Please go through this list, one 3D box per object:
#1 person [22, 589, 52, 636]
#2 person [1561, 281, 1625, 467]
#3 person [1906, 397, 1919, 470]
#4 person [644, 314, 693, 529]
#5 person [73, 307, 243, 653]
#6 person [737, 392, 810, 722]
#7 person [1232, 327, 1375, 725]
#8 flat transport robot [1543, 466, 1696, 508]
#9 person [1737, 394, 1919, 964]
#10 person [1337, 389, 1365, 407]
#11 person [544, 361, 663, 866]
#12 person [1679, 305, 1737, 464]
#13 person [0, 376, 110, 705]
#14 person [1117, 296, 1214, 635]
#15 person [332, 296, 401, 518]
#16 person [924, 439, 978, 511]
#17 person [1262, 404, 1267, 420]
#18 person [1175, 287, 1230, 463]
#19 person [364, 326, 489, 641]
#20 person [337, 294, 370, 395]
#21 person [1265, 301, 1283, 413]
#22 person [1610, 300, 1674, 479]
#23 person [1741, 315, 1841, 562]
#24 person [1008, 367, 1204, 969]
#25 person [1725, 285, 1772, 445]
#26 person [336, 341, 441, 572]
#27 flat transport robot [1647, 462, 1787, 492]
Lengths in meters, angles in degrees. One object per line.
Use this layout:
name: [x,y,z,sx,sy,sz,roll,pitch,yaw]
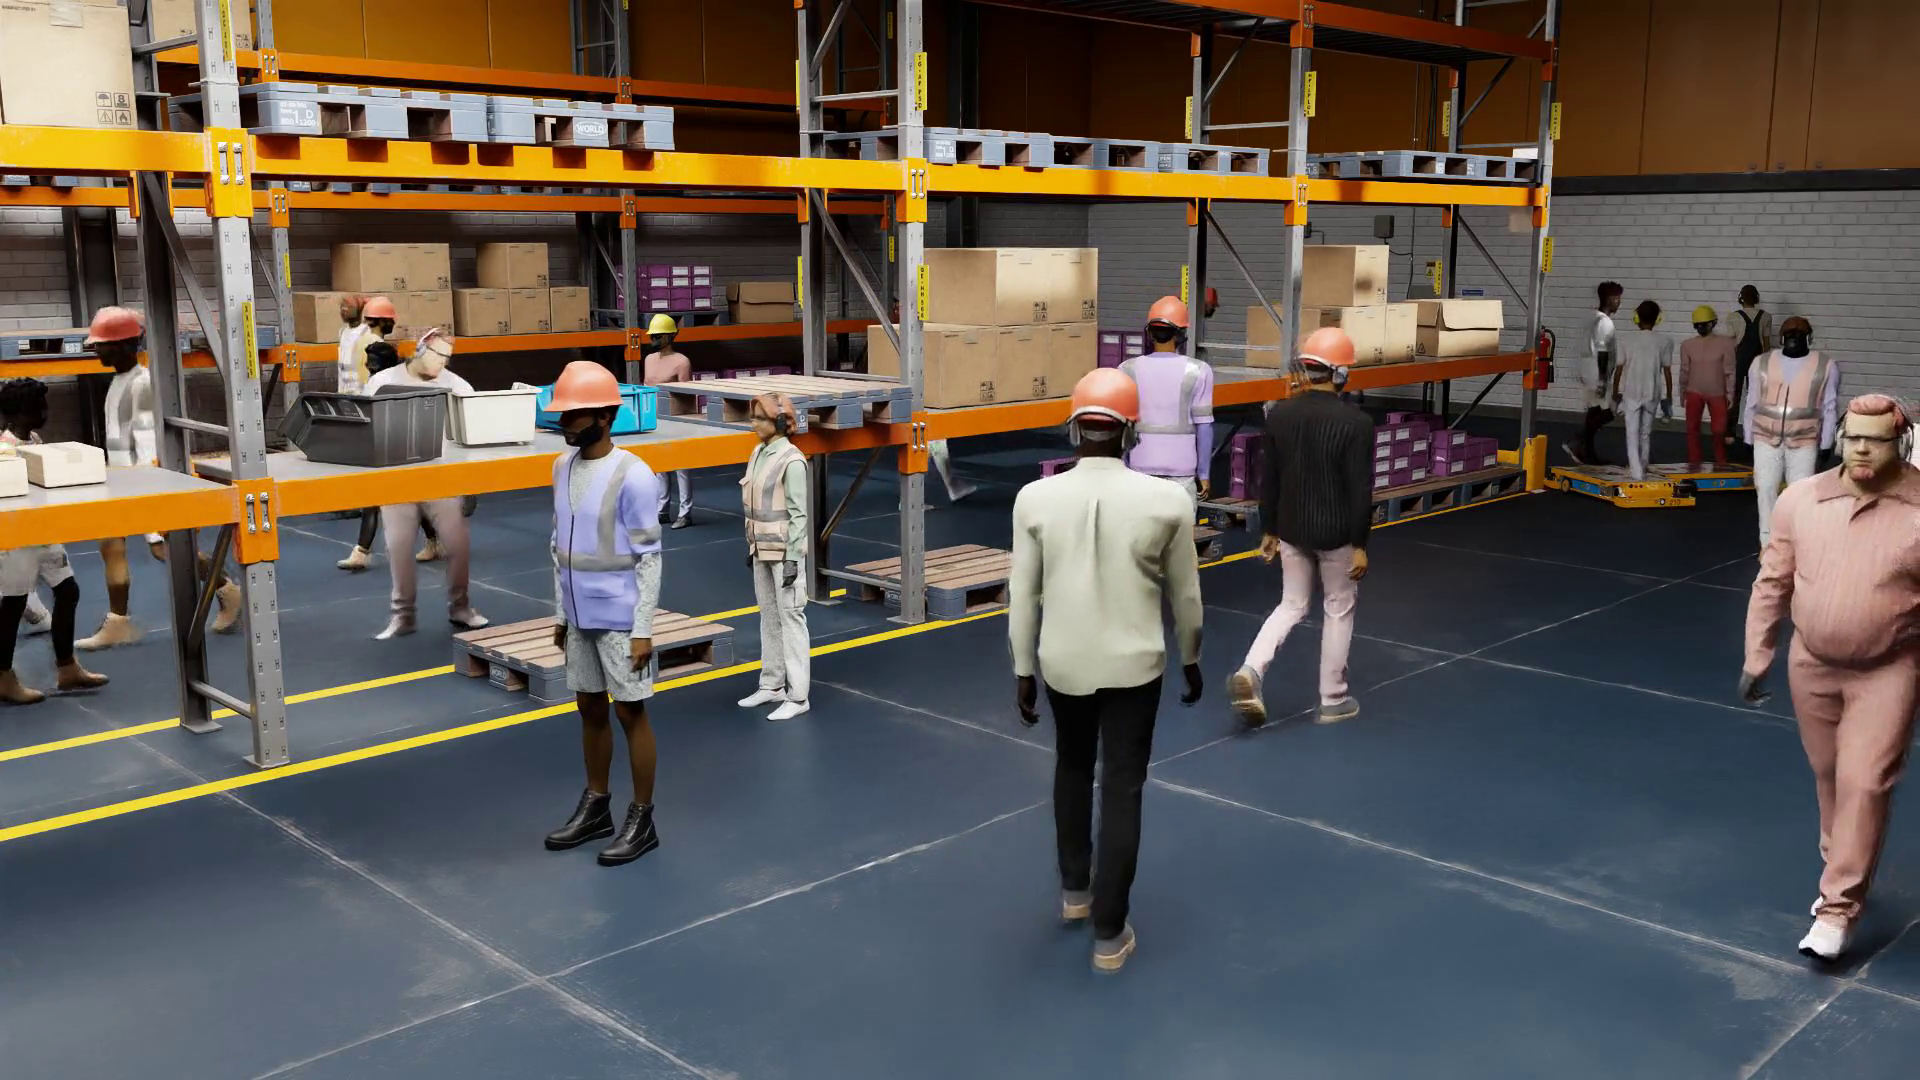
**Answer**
person: [-5.742,-0.197,9.896,0.791,1.606,0.533,-8,13,-38]
person: [6.560,-1.698,17.175,0.492,1.944,0.607,1,10,4]
person: [5.303,-0.068,9.109,0.522,1.638,0.311,10,14,43]
person: [-2.409,-0.969,13.679,0.524,1.769,0.326,8,13,36]
person: [-4.722,-0.365,9.748,0.946,2.007,0.610,-9,14,-40]
person: [-0.918,0.076,8.325,0.307,1.641,0.513,-7,12,-33]
person: [1.687,-0.039,8.050,0.783,1.973,0.621,-10,14,-43]
flat transport robot: [6.009,-0.503,15.218,0.652,0.197,1.431,-2,11,-11]
person: [2.954,0.455,5.600,0.915,1.869,0.669,-9,14,-40]
person: [3.660,-1.519,16.429,0.995,1.861,0.660,-8,13,-36]
person: [-1.382,0.282,6.383,0.547,1.939,0.376,8,13,38]
person: [7.350,-1.444,16.342,0.541,1.735,0.623,8,13,38]
person: [-4.746,0.004,8.556,0.594,1.679,0.560,-1,10,-8]
person: [1.229,-0.444,10.057,0.609,2.044,0.394,4,11,19]
person: [-4.992,-1.126,14.192,0.971,1.899,0.557,-9,14,-39]
person: [-0.142,-1.197,14.601,0.956,1.879,0.591,-7,12,-33]
person: [4.022,-2.180,20.733,0.504,1.609,0.713,-7,13,-34]
person: [2.444,-1.733,17.596,1.028,1.851,0.552,4,11,22]
person: [-3.217,-0.335,9.958,0.724,1.879,0.453,-2,11,-10]
person: [-5.756,-1.455,16.105,0.874,1.858,0.579,-10,14,-43]
person: [3.305,-1.618,17.331,0.511,1.723,0.527,9,14,41]
person: [6.229,-1.270,15.176,0.507,1.830,0.874,2,11,9]
person: [6.149,-0.755,12.355,0.631,1.826,0.604,7,12,33]
person: [0.511,0.403,5.655,0.633,1.968,0.782,3,11,16]
person: [9.044,-2.013,19.166,0.503,1.843,0.346,1,10,6]
person: [-4.121,-0.604,11.996,0.549,1.646,0.865,6,12,28]
flat transport robot: [6.972,-0.586,15.667,1.431,0.197,0.652,-2,11,-11]
